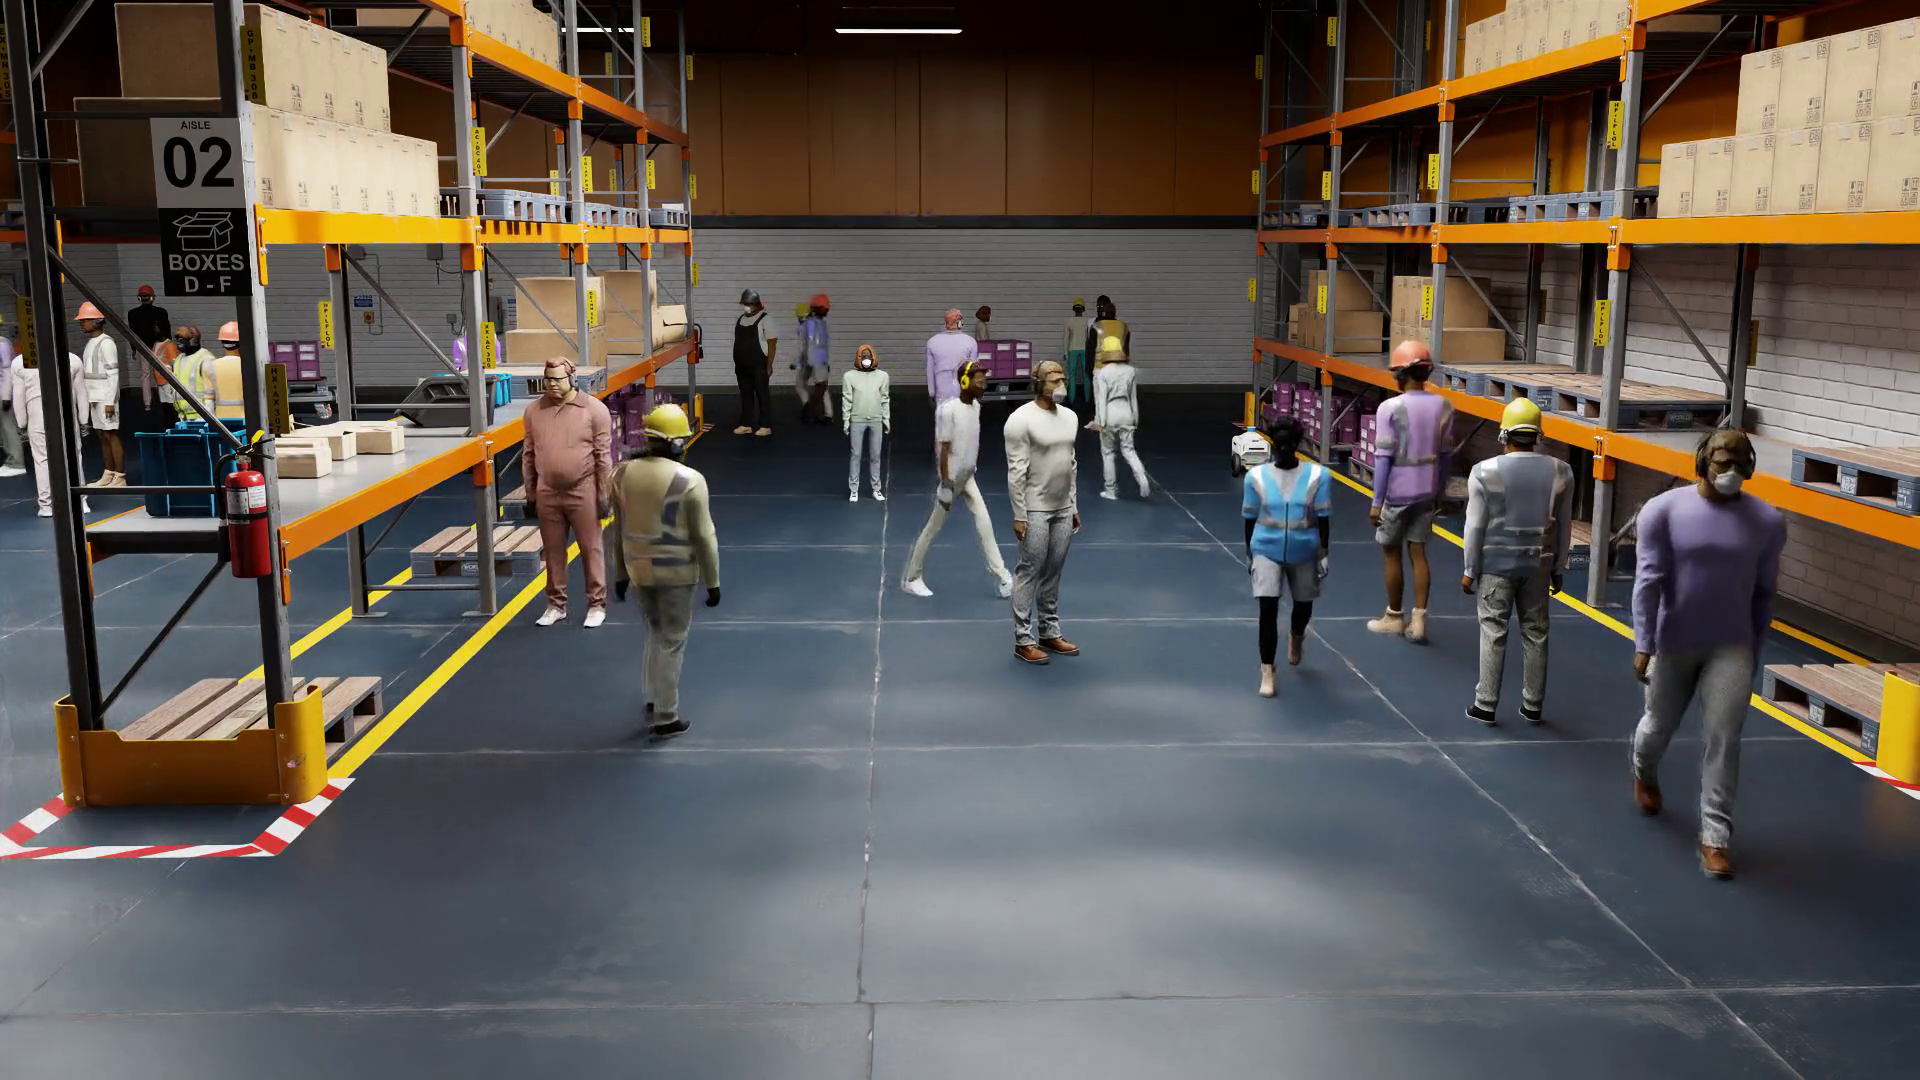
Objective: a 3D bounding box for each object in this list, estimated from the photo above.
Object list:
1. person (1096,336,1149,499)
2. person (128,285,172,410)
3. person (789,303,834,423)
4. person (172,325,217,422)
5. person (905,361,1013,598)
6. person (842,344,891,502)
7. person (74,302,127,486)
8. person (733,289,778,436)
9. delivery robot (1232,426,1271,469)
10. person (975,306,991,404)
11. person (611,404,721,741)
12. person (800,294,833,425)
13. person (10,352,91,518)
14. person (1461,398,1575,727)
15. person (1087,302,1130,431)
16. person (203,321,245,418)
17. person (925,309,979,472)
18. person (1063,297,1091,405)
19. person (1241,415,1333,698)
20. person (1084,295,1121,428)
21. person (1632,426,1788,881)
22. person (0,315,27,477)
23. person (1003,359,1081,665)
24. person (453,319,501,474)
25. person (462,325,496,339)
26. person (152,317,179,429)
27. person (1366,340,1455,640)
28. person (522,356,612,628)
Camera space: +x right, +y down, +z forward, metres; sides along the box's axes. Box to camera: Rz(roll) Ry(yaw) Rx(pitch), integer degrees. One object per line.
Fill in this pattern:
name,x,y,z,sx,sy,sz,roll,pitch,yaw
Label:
person,1.662,-1.245,17.174,0.509,1.708,0.664,-4,11,-23
person,-12.909,-3.060,26.551,0.611,1.985,0.393,-4,11,-22
person,-2.188,-2.604,24.588,0.596,1.777,0.615,5,11,27
person,-7.850,-1.288,17.110,0.631,1.835,0.429,7,12,34
person,0.046,-0.438,12.486,1.068,1.792,0.582,7,12,33
person,-0.967,-1.209,17.215,0.508,1.632,0.270,-3,11,-15
person,-9.222,-1.525,17.832,0.615,2.042,0.372,10,14,44
person,-2.899,-2.465,23.081,0.689,2.000,0.537,6,12,32
delivery robot,3.351,-1.065,19.156,0.477,0.478,0.707,0,10,0
person,0.375,-3.071,27.625,0.295,1.624,0.507,-2,10,-9
person,-1.569,0.170,9.030,0.619,1.812,0.533,5,11,26
person,-2.042,-2.624,24.306,0.399,1.918,0.567,3,11,18
person,-8.867,-1.171,16.254,0.651,1.904,0.402,-6,12,-30
person,3.064,0.130,9.200,0.590,1.833,0.404,0,10,-2
person,2.108,-2.465,23.701,0.637,1.823,0.432,-4,11,-23
person,-6.772,-1.074,15.615,0.543,1.939,0.370,-1,10,-7
person,-0.066,-1.721,19.308,0.643,1.908,0.408,3,11,15
person,1.959,-3.104,27.405,0.523,1.769,0.316,0,10,0
person,1.953,0.065,9.997,0.536,1.671,0.679,2,10,10
person,2.062,-2.543,23.854,0.596,1.918,0.380,7,12,33
person,3.245,0.436,7.308,0.630,1.914,0.906,2,10,12
person,-11.004,-1.684,19.054,0.387,1.922,0.594,-9,13,-40
person,0.549,-0.187,10.674,0.372,1.940,0.632,9,14,42
person,-5.581,-1.732,19.284,0.542,1.939,0.359,-4,11,-19
person,-6.478,-2.264,22.398,0.584,1.882,0.339,5,11,27
person,-10.392,-2.064,21.802,0.534,1.697,0.322,9,14,42
person,3.007,-0.321,11.163,0.629,2.032,0.565,-4,11,-23
person,-2.742,-0.328,11.578,0.645,1.900,0.402,1,10,7
